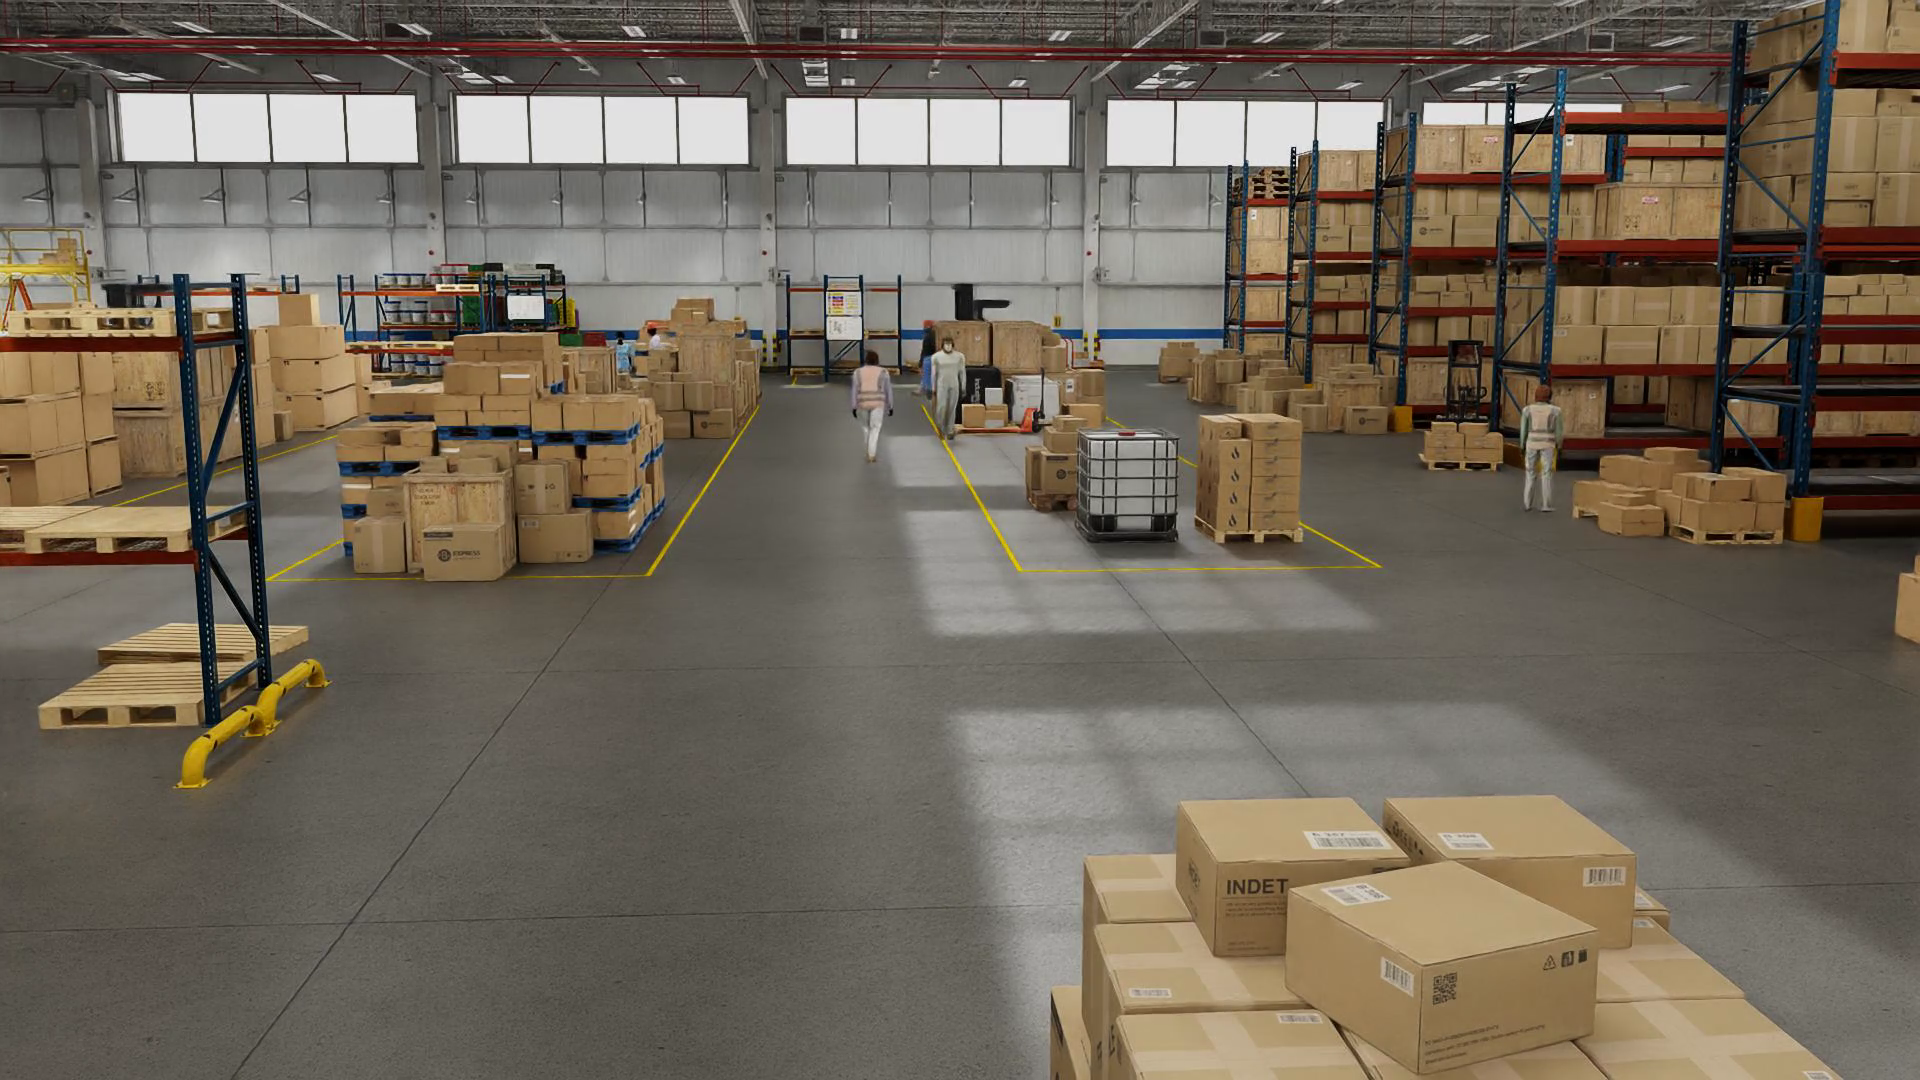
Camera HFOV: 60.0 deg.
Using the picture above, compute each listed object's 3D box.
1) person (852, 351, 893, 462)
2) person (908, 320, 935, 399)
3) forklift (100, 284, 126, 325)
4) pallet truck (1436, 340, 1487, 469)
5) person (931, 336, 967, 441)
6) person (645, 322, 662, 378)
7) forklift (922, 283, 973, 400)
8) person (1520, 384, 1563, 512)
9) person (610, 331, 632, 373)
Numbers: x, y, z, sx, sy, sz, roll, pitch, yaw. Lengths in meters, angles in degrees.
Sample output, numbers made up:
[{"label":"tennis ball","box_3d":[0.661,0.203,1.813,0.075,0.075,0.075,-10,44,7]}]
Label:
[{"label":"person","box_3d":[-1.415,-2.171,27.088,0.648,1.791,0.978,1,9,8]},{"label":"person","box_3d":[-0.817,-4.372,40.404,1.005,1.939,0.649,3,10,20]},{"label":"forklift","box_3d":[-18.721,-4.295,37.000,1.873,2.768,1.129,-6,11,-32]},{"label":"pallet truck","box_3d":[8.004,-2.170,26.422,0.823,1.965,1.885,2,9,14]},{"label":"person","box_3d":[-0.185,-2.765,30.415,0.646,1.912,0.794,-1,9,-9]},{"label":"person","box_3d":[-7.490,-4.385,40.702,0.981,1.887,0.549,-4,10,-22]},{"label":"forklift","box_3d":[0.065,-4.759,39.915,1.873,2.768,1.129,-2,9,-10]},{"label":"person","box_3d":[7.431,-1.170,21.266,0.523,1.638,0.310,6,11,34]},{"label":"person","box_3d":[-8.083,-4.126,39.633,0.539,1.698,0.318,-2,9,-15]}]
